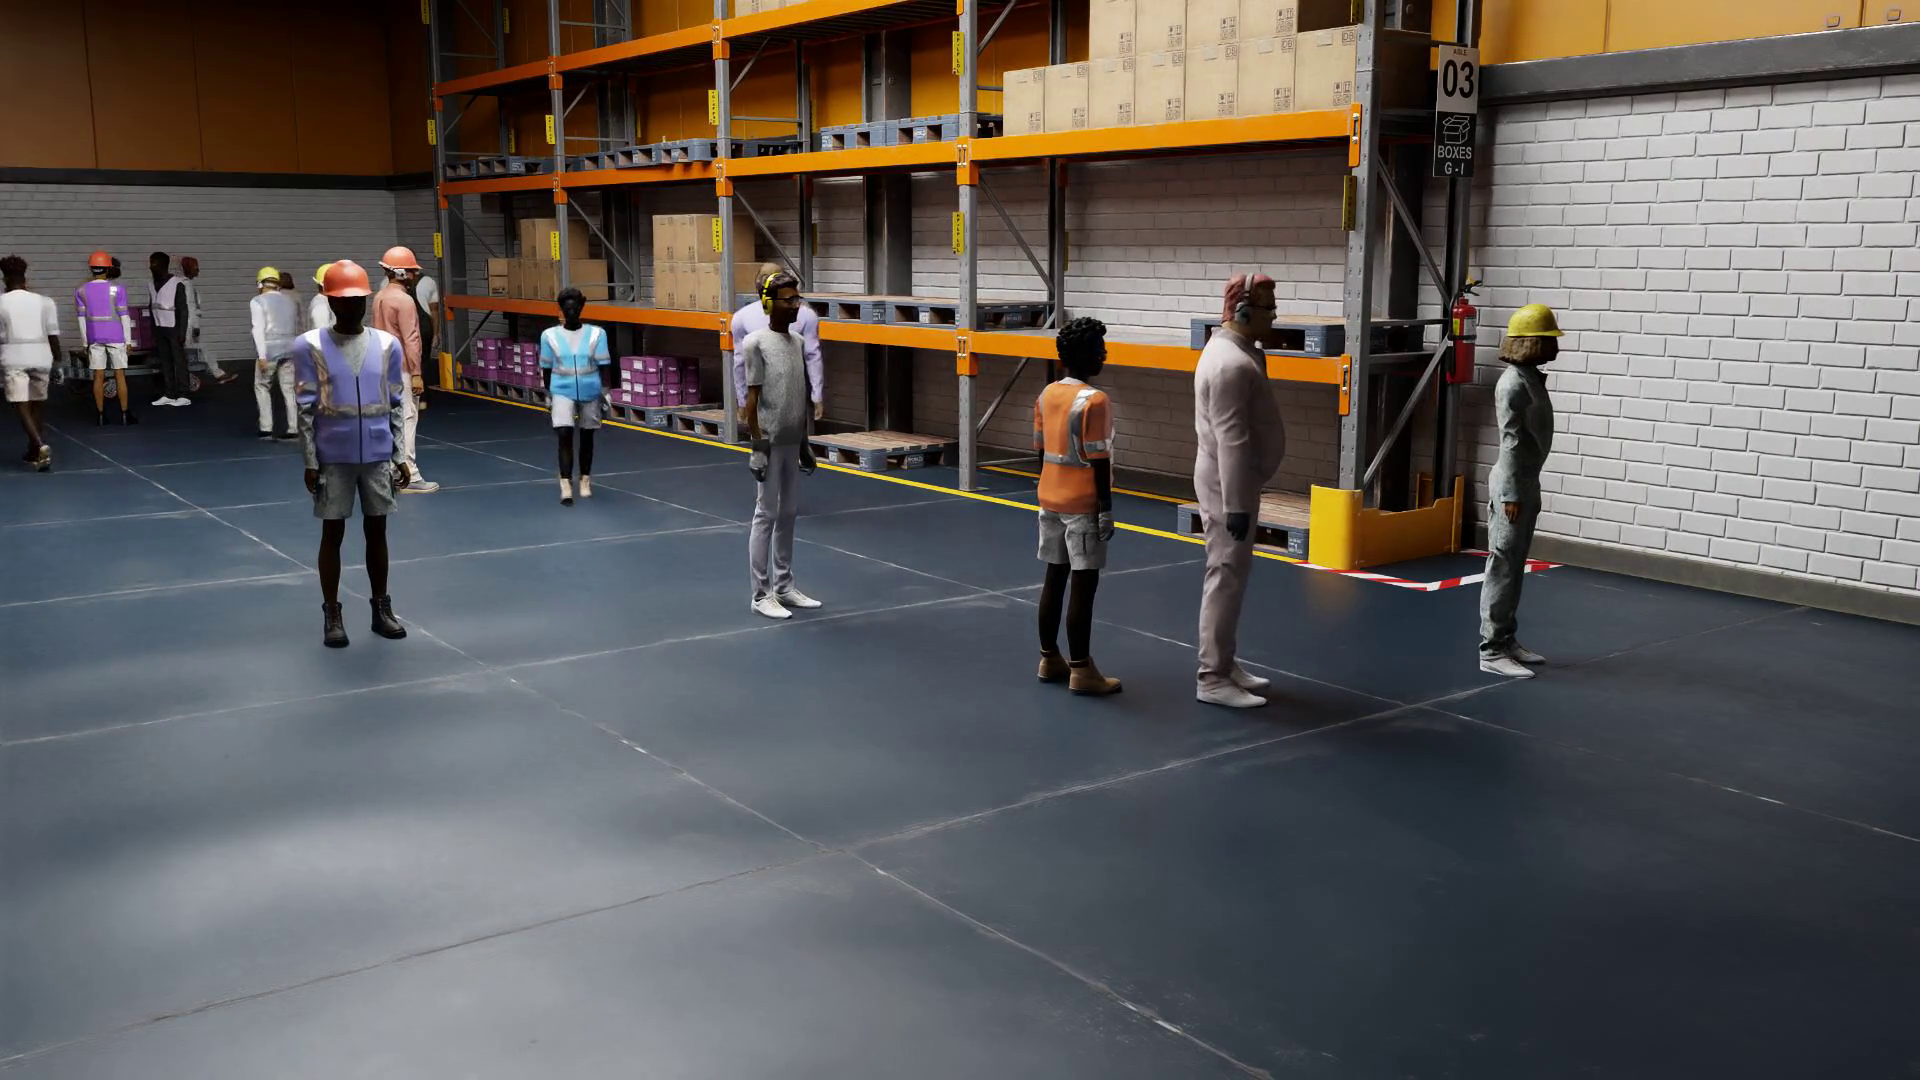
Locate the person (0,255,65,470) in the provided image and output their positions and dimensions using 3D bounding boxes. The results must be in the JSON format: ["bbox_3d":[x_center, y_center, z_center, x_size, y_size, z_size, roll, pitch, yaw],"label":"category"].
[{"bbox_3d":[-8.379,-1.590,14.938,0.915,1.929,0.604,9,14,42],"label":"person"}]

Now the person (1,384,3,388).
[{"bbox_3d":[-13.495,-2.893,22.440,0.661,1.849,1.041,8,13,37],"label":"person"}]

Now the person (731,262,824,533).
[{"bbox_3d":[-1.312,-1.048,11.971,0.644,1.904,0.976,-2,10,-11],"label":"person"}]

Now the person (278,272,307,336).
[{"bbox_3d":[-9.642,-3.025,23.845,0.532,1.596,0.792,-4,11,-23],"label":"person"}]

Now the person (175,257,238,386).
[{"bbox_3d":[-10.869,-3.091,23.596,0.996,1.827,0.590,-5,11,-28],"label":"person"}]

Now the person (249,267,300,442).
[{"bbox_3d":[-6.993,-1.888,17.004,0.704,1.776,0.616,6,12,29],"label":"person"}]

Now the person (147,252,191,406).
[{"bbox_3d":[-9.873,-2.631,20.777,0.590,1.916,0.393,5,11,25],"label":"person"}]

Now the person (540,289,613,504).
[{"bbox_3d":[-2.978,-1.112,12.950,0.546,1.657,0.816,-3,11,-15],"label":"person"}]

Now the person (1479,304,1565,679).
[{"bbox_3d":[2.653,-0.235,7.841,0.295,1.744,0.484,6,12,29],"label":"person"}]

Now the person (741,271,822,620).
[{"bbox_3d":[-0.966,-0.517,9.060,0.329,1.873,0.516,5,11,28],"label":"person"}]

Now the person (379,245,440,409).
[{"bbox_3d":[-6.612,-2.559,20.025,0.698,2.000,0.872,-3,11,-18],"label":"person"}]

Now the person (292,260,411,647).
[{"bbox_3d":[-3.058,-0.437,8.421,0.543,1.939,0.370,-7,12,-35],"label":"person"}]

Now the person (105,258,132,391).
[{"bbox_3d":[-11.551,-2.935,22.733,0.469,1.823,0.641,-9,14,-42],"label":"person"}]

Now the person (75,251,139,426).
[{"bbox_3d":[-9.473,-2.229,18.465,0.542,1.938,0.357,-2,10,-9],"label":"person"}]

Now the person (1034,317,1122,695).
[{"bbox_3d":[0.532,-0.154,7.513,0.316,1.695,0.541,-5,11,-28],"label":"person"}]

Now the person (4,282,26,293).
[{"bbox_3d":[-11.612,-2.435,20.526,0.352,1.617,0.519,6,12,31],"label":"person"}]

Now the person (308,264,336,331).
[{"bbox_3d":[-5.970,-1.703,15.820,0.404,1.828,0.599,-2,10,-13],"label":"person"}]

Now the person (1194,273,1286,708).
[{"bbox_3d":[1.222,-0.215,7.312,0.399,1.896,0.648,2,10,9],"label":"person"}]

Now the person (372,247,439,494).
[{"bbox_3d":[-4.531,-1.377,13.529,0.396,1.992,0.622,-9,14,-43],"label":"person"}]
